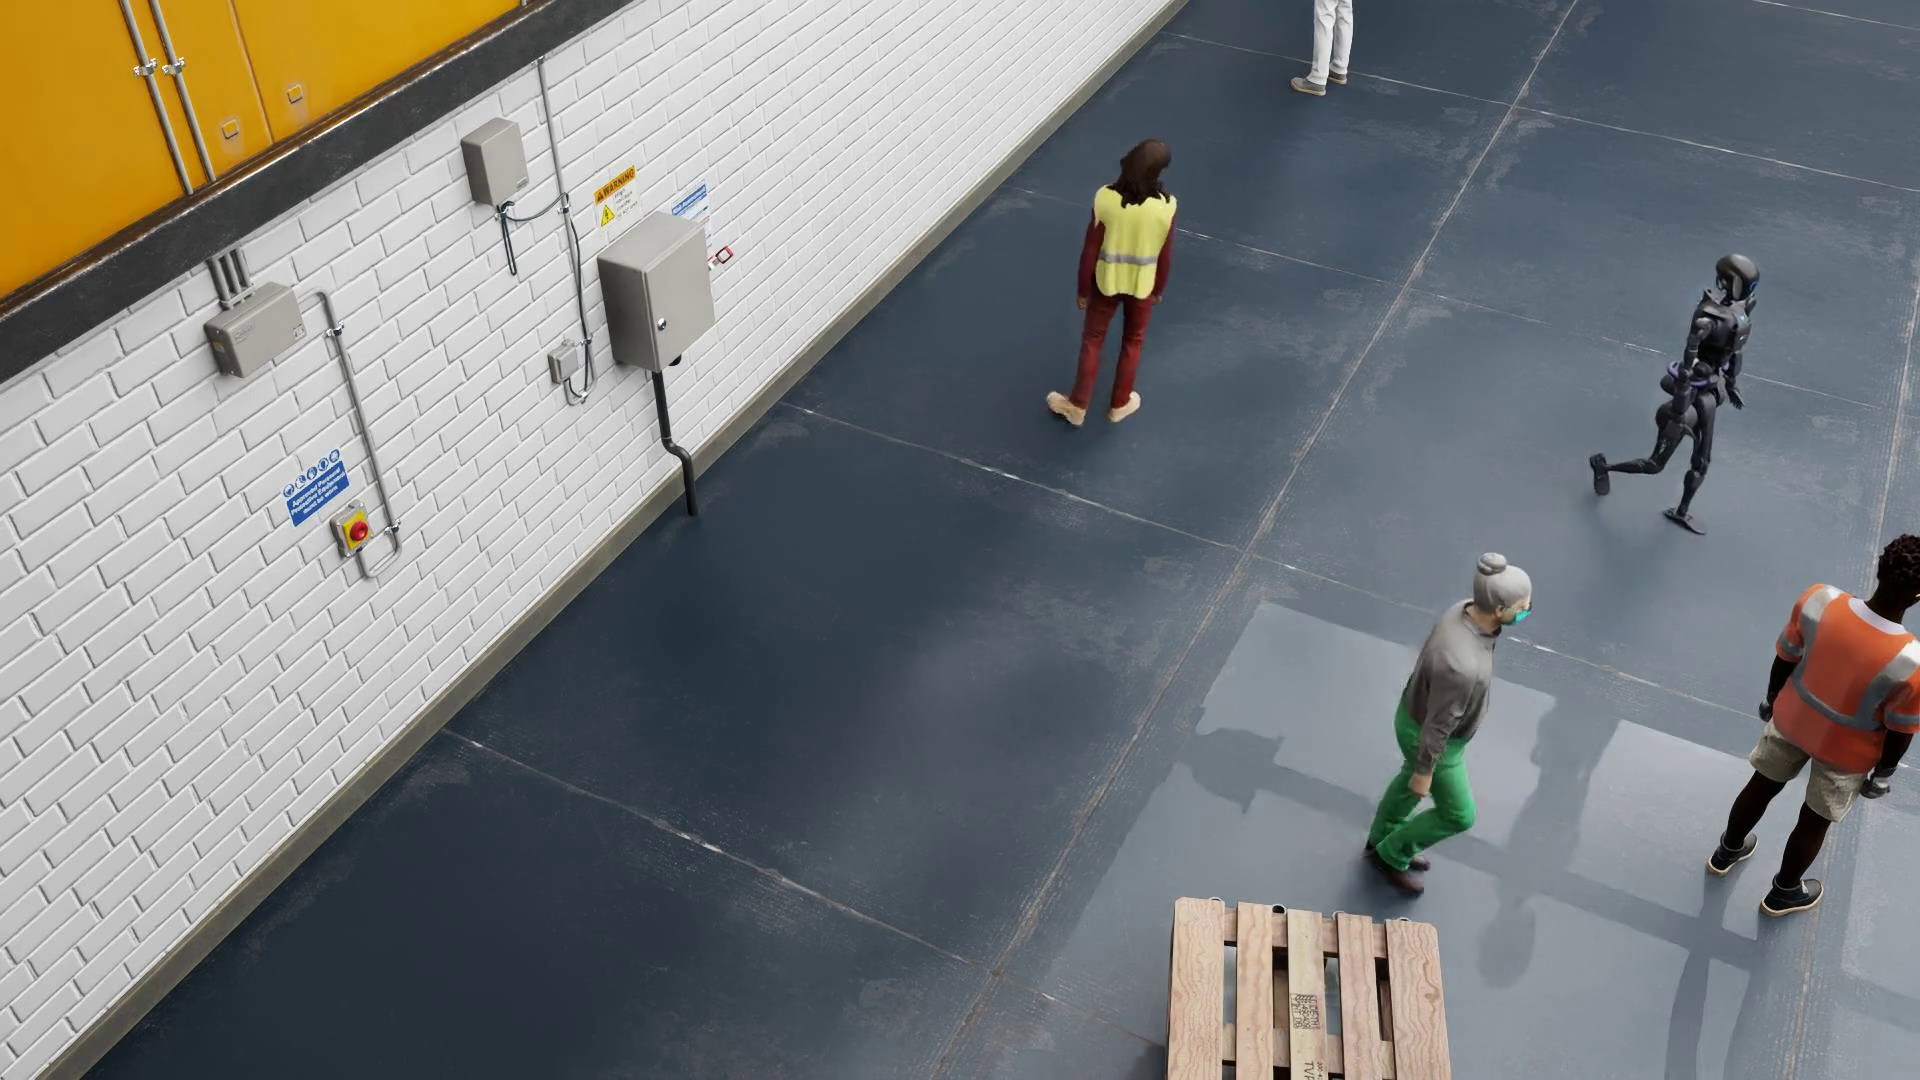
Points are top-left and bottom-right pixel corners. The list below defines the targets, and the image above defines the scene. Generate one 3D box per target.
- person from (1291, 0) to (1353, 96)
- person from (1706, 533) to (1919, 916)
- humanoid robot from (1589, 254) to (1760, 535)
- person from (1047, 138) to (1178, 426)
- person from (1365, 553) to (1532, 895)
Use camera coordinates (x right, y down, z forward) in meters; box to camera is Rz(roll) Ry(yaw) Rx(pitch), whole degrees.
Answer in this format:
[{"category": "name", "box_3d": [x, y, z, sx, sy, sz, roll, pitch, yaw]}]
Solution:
[{"category": "person", "box_3d": [2.858, -4.323, 12.625, 0.570, 1.877, 0.350, -33, 51, -32]}, {"category": "person", "box_3d": [3.484, 0.756, 6.664, 0.368, 1.965, 0.605, -23, 46, -24]}, {"category": "humanoid robot", "box_3d": [3.819, -0.803, 8.707, 0.598, 1.638, 0.657, -28, 48, -28]}, {"category": "person", "box_3d": [0.864, -1.428, 9.366, 0.641, 1.743, 0.413, 4, 41, 5]}, {"category": "person", "box_3d": [1.963, 0.765, 6.758, 0.432, 1.828, 0.561, 13, 42, 15]}]
